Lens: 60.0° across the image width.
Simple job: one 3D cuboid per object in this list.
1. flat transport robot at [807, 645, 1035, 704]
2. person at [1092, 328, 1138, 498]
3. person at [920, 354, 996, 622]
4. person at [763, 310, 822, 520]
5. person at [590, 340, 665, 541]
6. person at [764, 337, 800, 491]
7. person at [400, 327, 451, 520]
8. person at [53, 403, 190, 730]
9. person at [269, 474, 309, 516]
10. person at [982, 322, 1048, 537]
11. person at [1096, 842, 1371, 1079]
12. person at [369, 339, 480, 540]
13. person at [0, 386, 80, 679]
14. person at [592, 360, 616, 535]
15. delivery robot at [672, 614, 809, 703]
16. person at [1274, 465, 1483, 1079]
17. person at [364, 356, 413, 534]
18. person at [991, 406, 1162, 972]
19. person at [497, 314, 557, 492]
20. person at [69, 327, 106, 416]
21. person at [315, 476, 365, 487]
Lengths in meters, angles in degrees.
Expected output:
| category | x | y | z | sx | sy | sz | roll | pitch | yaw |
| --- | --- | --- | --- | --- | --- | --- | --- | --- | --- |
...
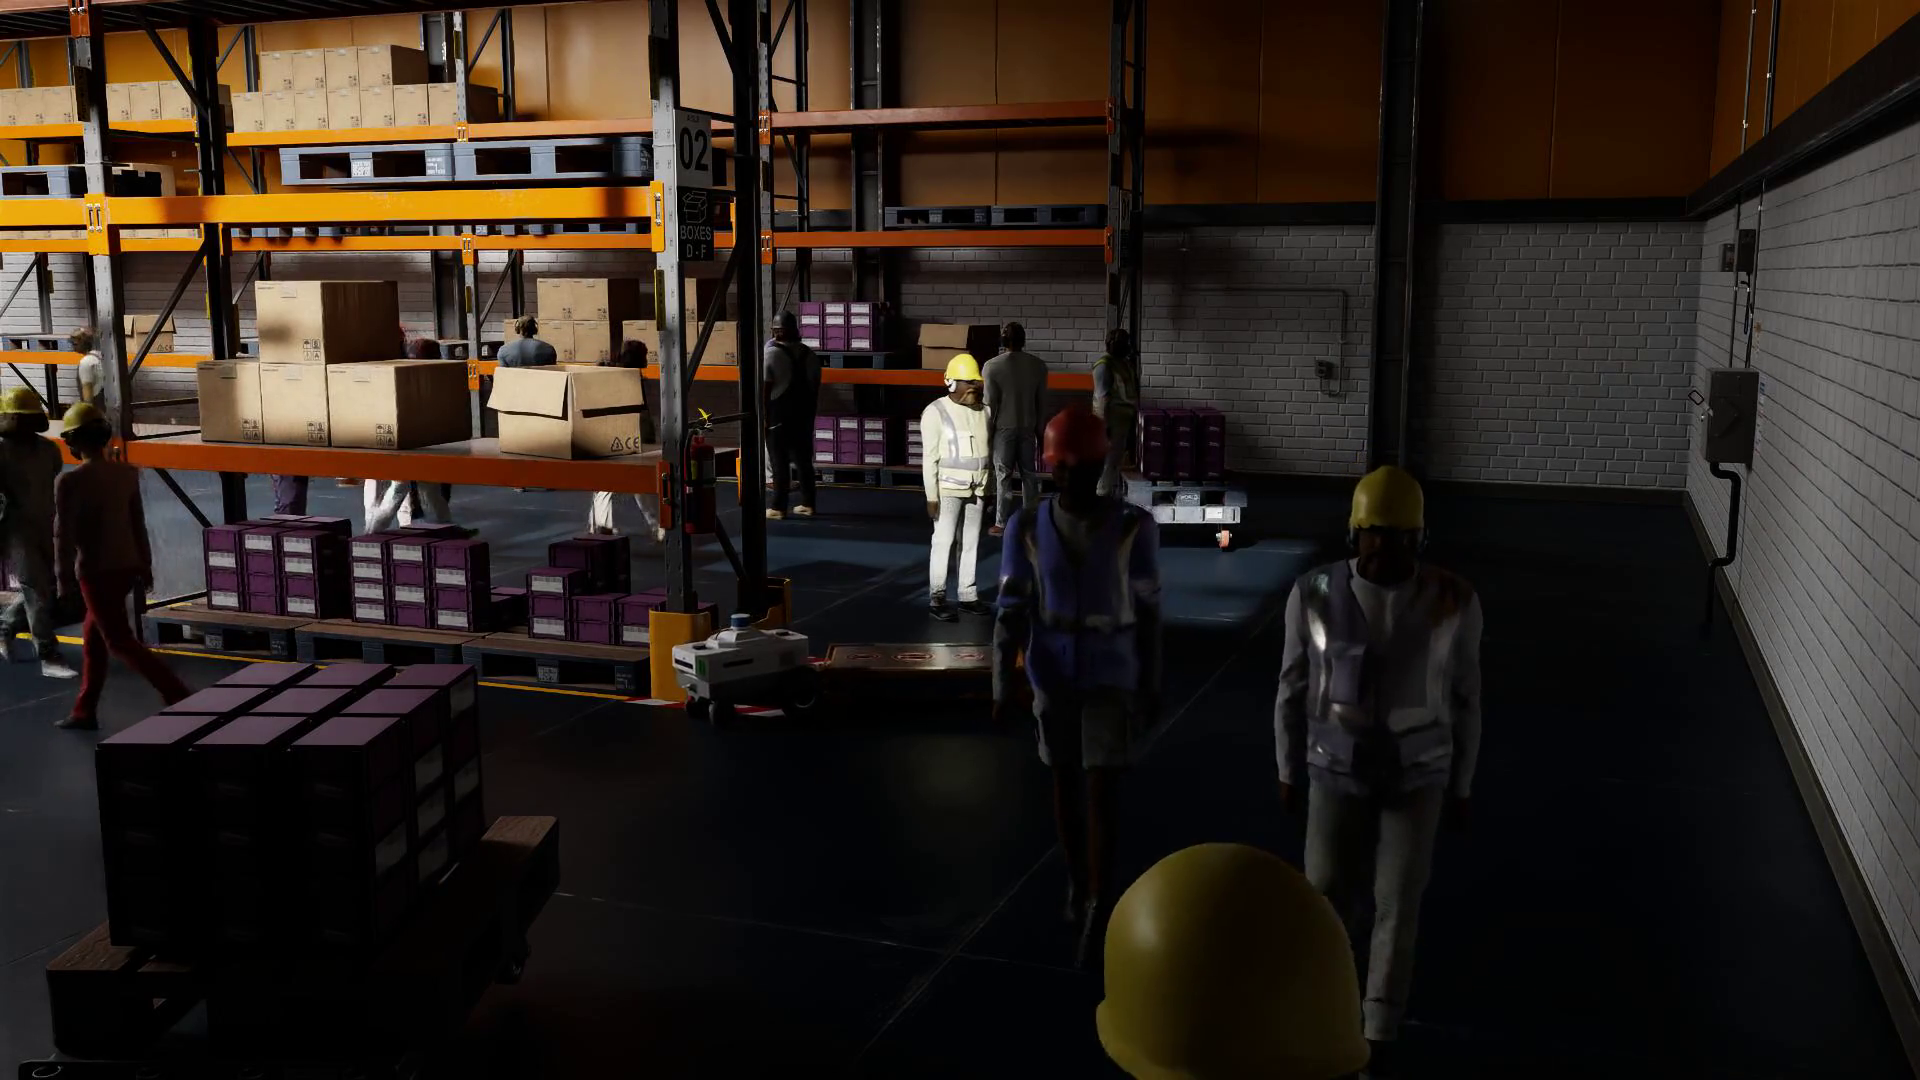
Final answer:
| category | x | y | z | sx | sy | sz | roll | pitch | yaw |
| --- | --- | --- | --- | --- | --- | --- | --- | --- | --- |
| flat transport robot | -0.179 | 0.743 | 9.328 | 1.431 | 0.197 | 0.652 | 0 | 9 | 0 |
| person | 1.513 | -1.128 | 16.164 | 0.430 | 1.845 | 0.619 | 4 | 10 | 24 |
| person | 0.004 | -0.357 | 11.366 | 0.595 | 1.830 | 0.403 | -8 | 12 | -41 |
| person | -1.686 | -1.231 | 16.186 | 0.691 | 2.000 | 0.542 | -8 | 12 | -40 |
| person | -2.939 | -0.892 | 14.889 | 0.991 | 1.782 | 0.637 | 2 | 9 | 15 |
| person | -1.956 | -1.497 | 18.179 | 0.351 | 1.936 | 0.634 | 3 | 10 | 19 |
| person | -5.310 | -1.151 | 16.114 | 0.598 | 1.901 | 0.650 | 3 | 10 | 18 |
| person | -4.299 | 0.161 | 8.487 | 0.851 | 1.717 | 0.539 | 2 | 9 | 12 |
| person | -5.085 | -0.599 | 12.680 | 0.400 | 1.902 | 0.647 | -5 | 10 | -29 |
| person | 0.485 | -0.989 | 14.988 | 0.634 | 1.940 | 0.367 | -4 | 10 | -21 |
| person | 0.269 | 1.193 | 1.509 | 0.606 | 1.871 | 1.008 | -1 | 9 | -6 |
| person | -4.686 | -0.817 | 14.324 | 0.979 | 1.819 | 0.584 | -4 | 10 | -25 |
| person | -5.528 | -0.054 | 9.806 | 0.745 | 1.718 | 0.502 | 3 | 10 | 21 |
| person | -3.004 | -0.700 | 14.103 | 0.310 | 1.642 | 0.514 | -3 | 9 | -17 |
| delivery robot | -1.162 | 0.635 | 8.825 | 0.707 | 0.478 | 0.477 | -7 | 12 | -39 |
| person | 1.259 | 0.661 | 5.029 | 0.603 | 1.809 | 0.683 | 3 | 9 | 16 |
| person | -5.101 | -0.988 | 14.804 | 0.619 | 1.992 | 0.396 | -4 | 10 | -24 |
| person | 0.389 | 0.501 | 5.729 | 0.569 | 1.901 | 0.874 | 2 | 9 | 12 |
| person | -4.684 | -1.483 | 18.091 | 0.635 | 1.937 | 0.354 | -3 | 9 | -16 |
| person | -9.139 | -1.344 | 17.600 | 0.451 | 1.820 | 0.582 | -2 | 9 | -10 |
| person | -6.941 | -1.504 | 18.436 | 0.537 | 1.869 | 0.598 | -4 | 10 | -26 |
